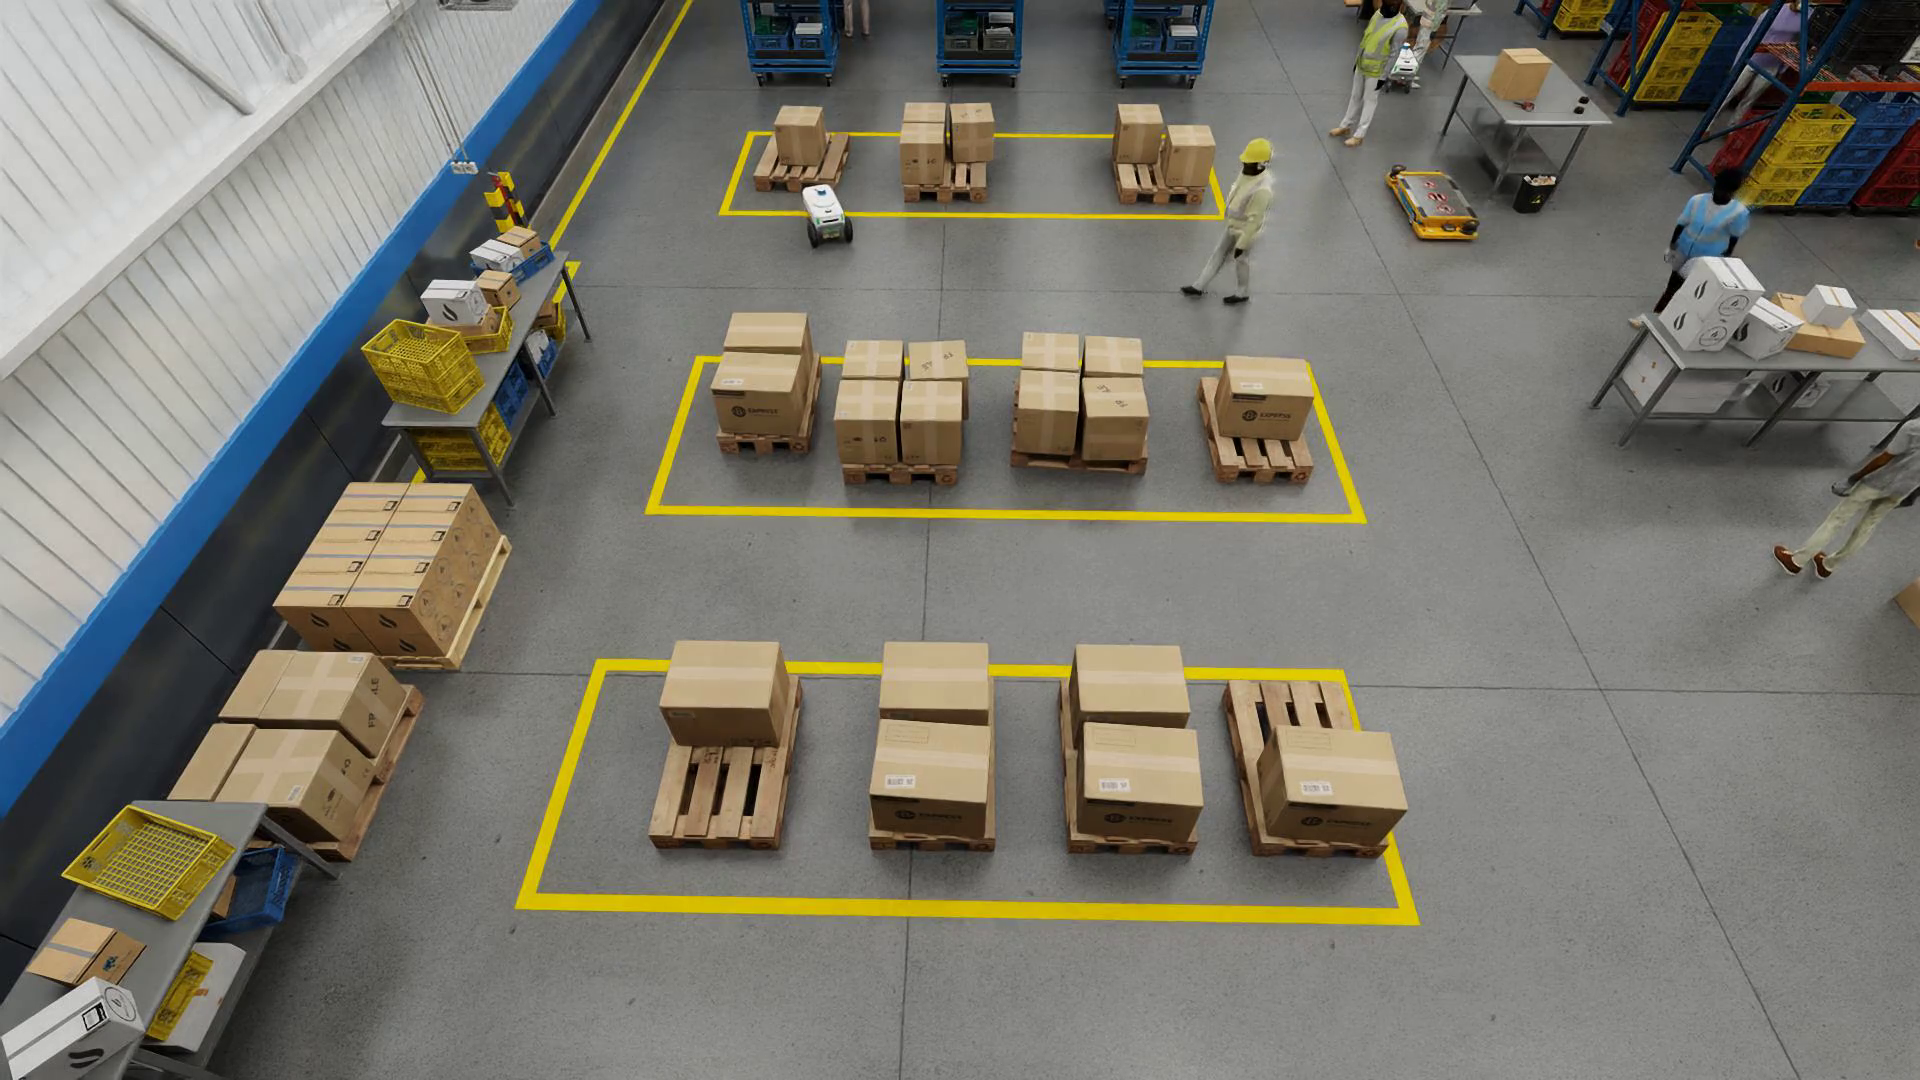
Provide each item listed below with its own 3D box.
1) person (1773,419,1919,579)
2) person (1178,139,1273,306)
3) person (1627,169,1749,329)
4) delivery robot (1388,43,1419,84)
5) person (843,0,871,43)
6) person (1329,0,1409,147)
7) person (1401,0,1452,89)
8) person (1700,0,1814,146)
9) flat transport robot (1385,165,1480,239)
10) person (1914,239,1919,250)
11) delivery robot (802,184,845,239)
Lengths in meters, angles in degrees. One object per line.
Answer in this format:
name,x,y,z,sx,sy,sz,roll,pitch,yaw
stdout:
person,6.878,-0.411,6.824,0.516,1.866,0.325,12,50,10
person,2.762,-3.145,9.232,0.763,1.795,0.619,-5,49,-5
person,7.323,-2.890,9.115,0.737,1.639,0.537,-23,53,-18
delivery robot,6.373,-6.919,13.258,0.477,0.478,0.707,4,49,4
person,-1.611,-8.661,13.891,0.628,1.979,0.410,-16,51,-14
person,5.236,-5.999,11.680,0.429,1.838,0.621,-14,51,-12
person,6.628,-7.258,12.905,0.316,1.631,0.523,9,50,8
person,10.167,-6.031,11.646,0.635,1.932,0.372,13,50,11
flat transport robot,5.692,-4.094,11.059,0.652,0.197,1.431,1,49,1
person,11.234,-3.937,9.864,0.575,1.882,0.360,11,50,9
delivery robot,-1.580,-3.835,10.588,0.477,0.478,0.707,-16,51,-13
